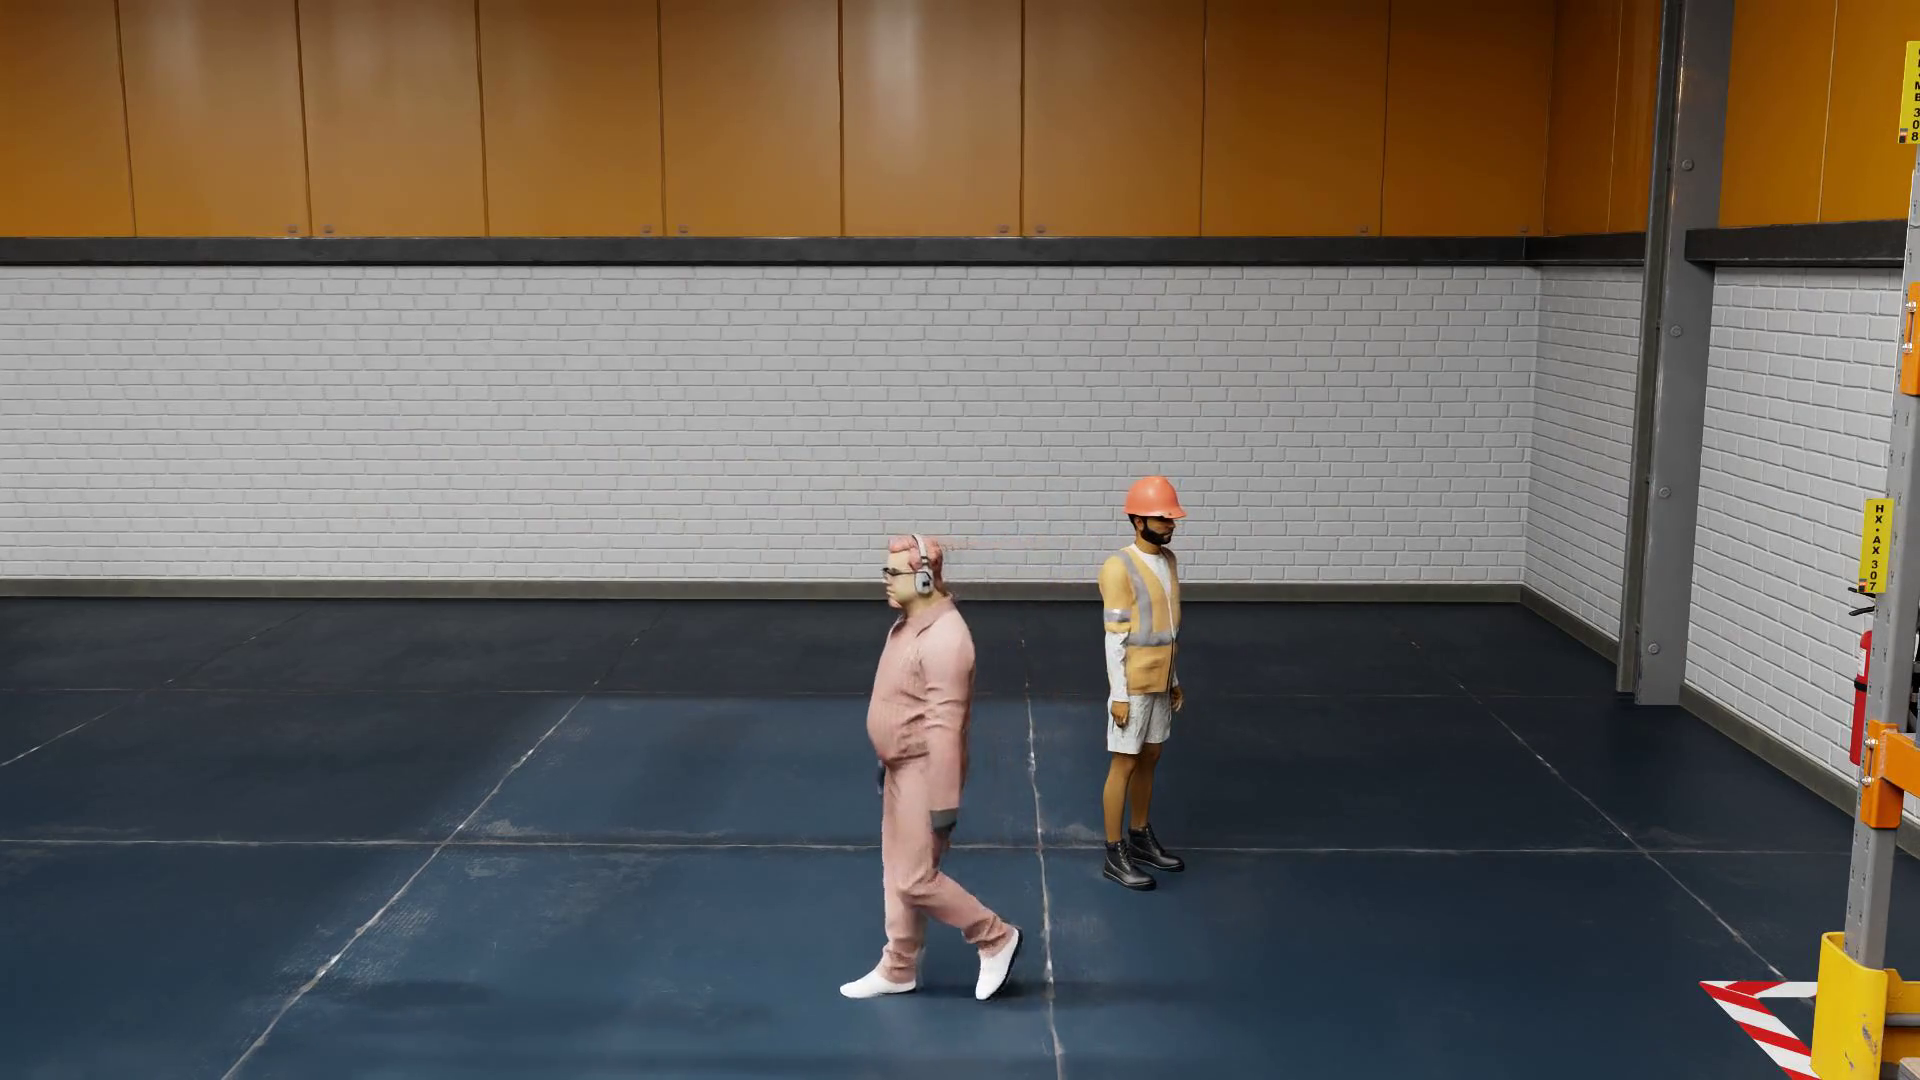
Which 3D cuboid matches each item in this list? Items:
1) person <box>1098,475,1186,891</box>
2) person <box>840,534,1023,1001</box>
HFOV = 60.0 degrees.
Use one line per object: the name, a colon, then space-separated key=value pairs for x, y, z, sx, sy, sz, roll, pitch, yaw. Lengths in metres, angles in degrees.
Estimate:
person: x=0.883 y=0.657 z=7.839 sx=0.361 sy=1.940 sz=0.543 roll=7 pitch=12 yaw=37
person: x=-0.135 y=0.905 z=6.496 sx=0.633 sy=1.893 sz=0.671 roll=-2 pitch=10 yaw=-12
